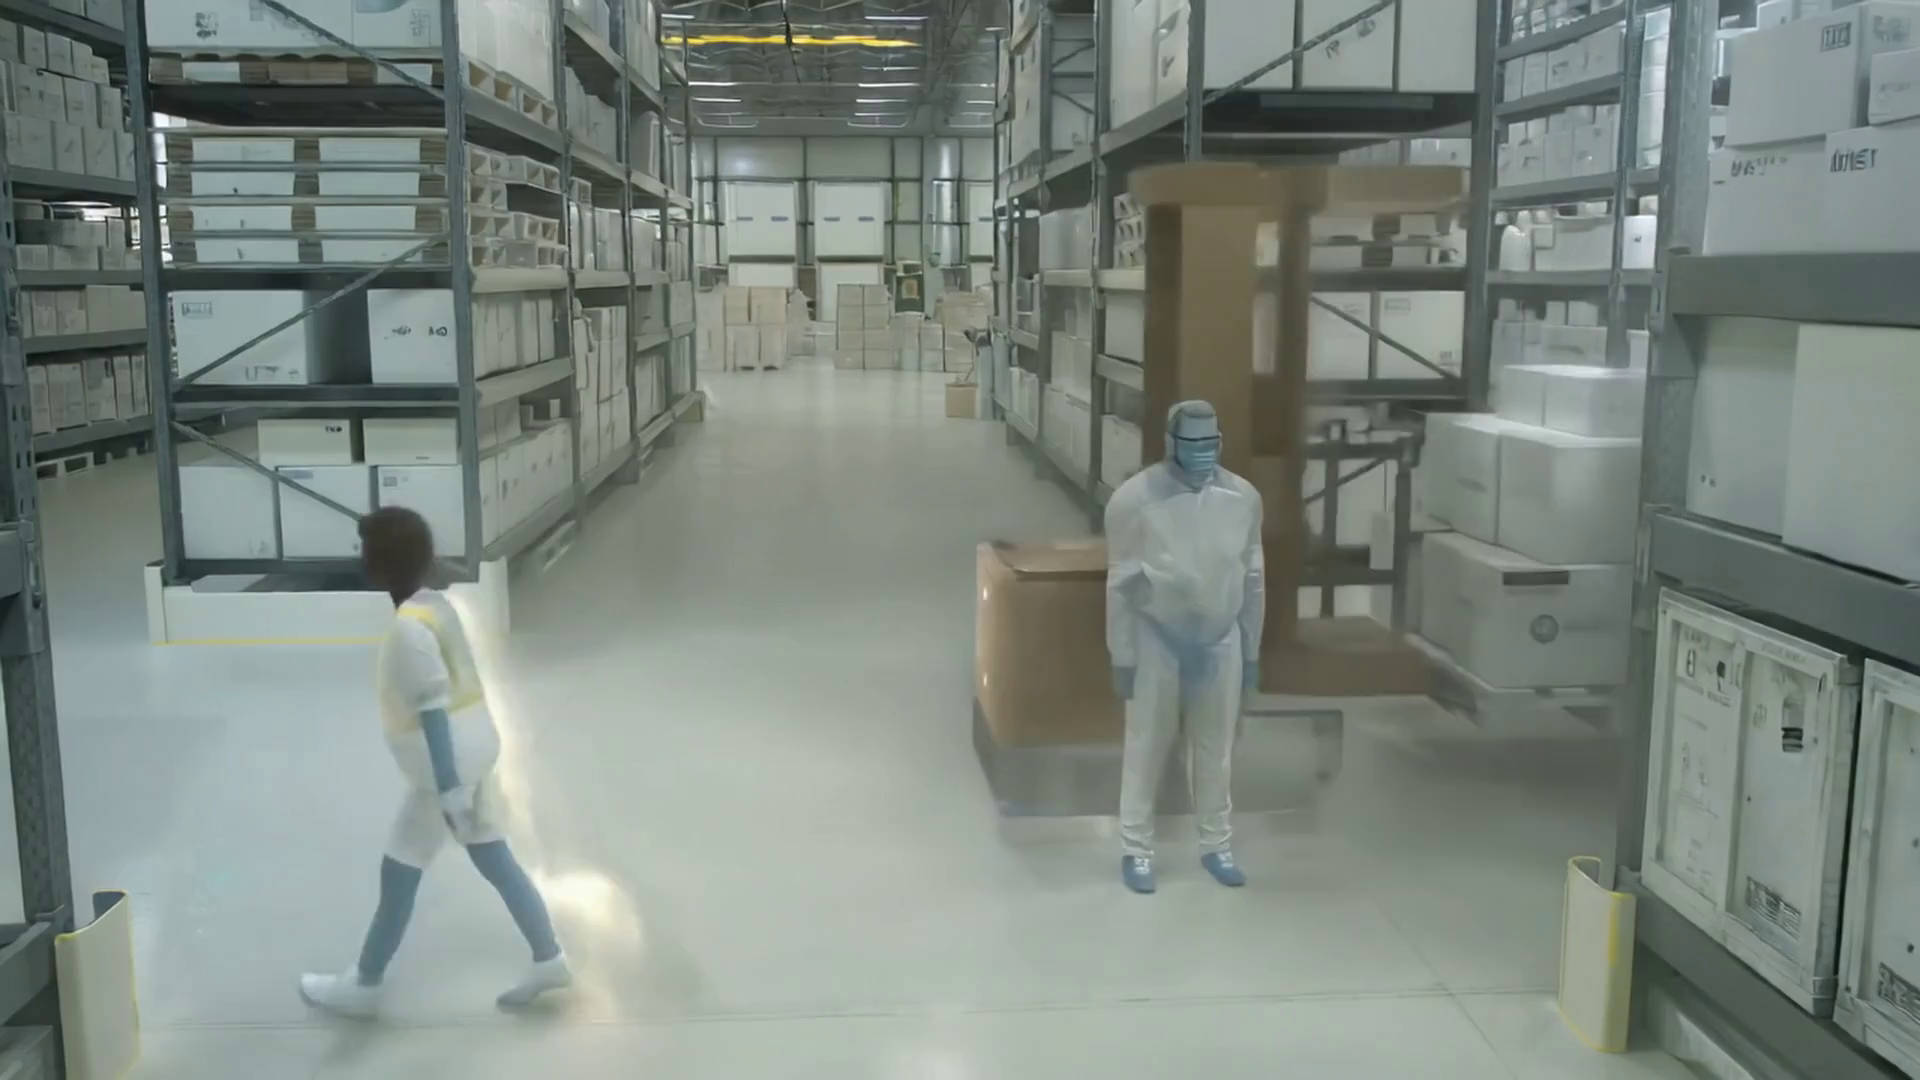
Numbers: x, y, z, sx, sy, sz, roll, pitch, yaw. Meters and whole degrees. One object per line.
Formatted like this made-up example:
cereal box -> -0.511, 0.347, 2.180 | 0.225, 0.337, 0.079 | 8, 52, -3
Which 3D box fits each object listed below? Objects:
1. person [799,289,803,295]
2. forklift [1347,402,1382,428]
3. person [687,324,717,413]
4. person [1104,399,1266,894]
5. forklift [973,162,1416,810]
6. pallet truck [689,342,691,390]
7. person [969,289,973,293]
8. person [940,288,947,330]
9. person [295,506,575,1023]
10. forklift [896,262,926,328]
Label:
person -> -4.955, -6.797, 51.482 | 0.423, 1.927, 0.563 | -4, 10, -23
forklift -> 4.653, -2.508, 21.581 | 1.129, 2.768, 1.873 | 8, 12, 40
person -> -4.617, -3.063, 28.445 | 0.921, 1.804, 0.624 | 4, 10, 23
person -> 0.868, 0.411, 6.342 | 0.642, 1.898, 0.396 | -2, 9, -13
forklift -> 1.034, -0.283, 7.605 | 1.873, 2.768, 1.129 | -1, 9, -5
pallet truck -> -5.225, -3.008, 27.480 | 1.885, 1.965, 0.823 | 2, 9, 14
person -> 0.434, -6.811, 51.628 | 0.496, 1.916, 0.623 | 0, 9, -2
person -> -0.453, -7.821, 57.938 | 0.712, 1.923, 0.632 | 0, 9, -2
person -> -1.665, 0.711, 5.204 | 0.883, 1.633, 0.576 | -1, 9, -6
forklift -> -1.780, -8.547, 59.499 | 1.129, 2.768, 1.873 | -1, 9, -4
